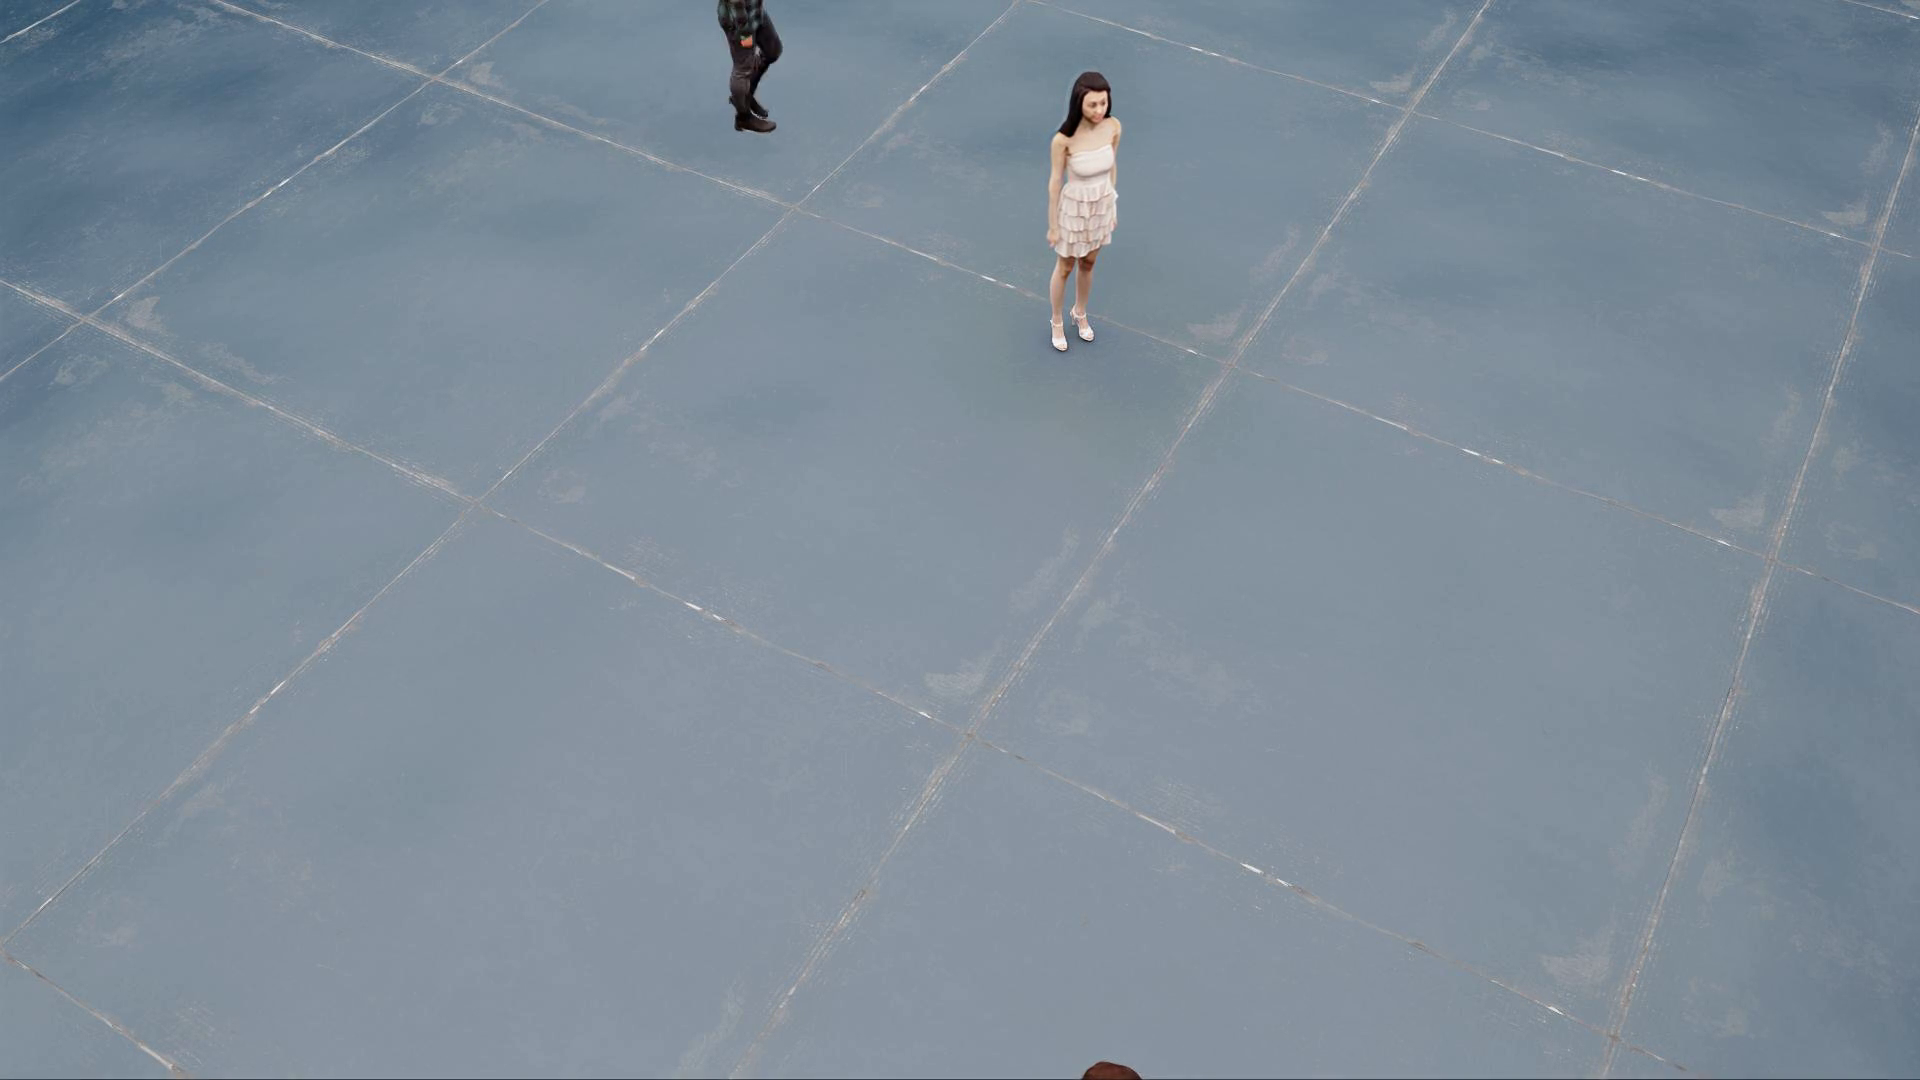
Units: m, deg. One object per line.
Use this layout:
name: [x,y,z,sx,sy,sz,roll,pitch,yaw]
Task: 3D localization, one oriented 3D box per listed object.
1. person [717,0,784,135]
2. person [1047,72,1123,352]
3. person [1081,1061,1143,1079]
person: [-1.409,-3.269,10.204,0.739,1.703,0.783,6,48,5]
person: [0.663,-1.766,9.019,0.661,1.734,0.695,-19,50,-17]
person: [0.429,2.146,5.318,0.720,1.859,0.713,-3,47,-3]
